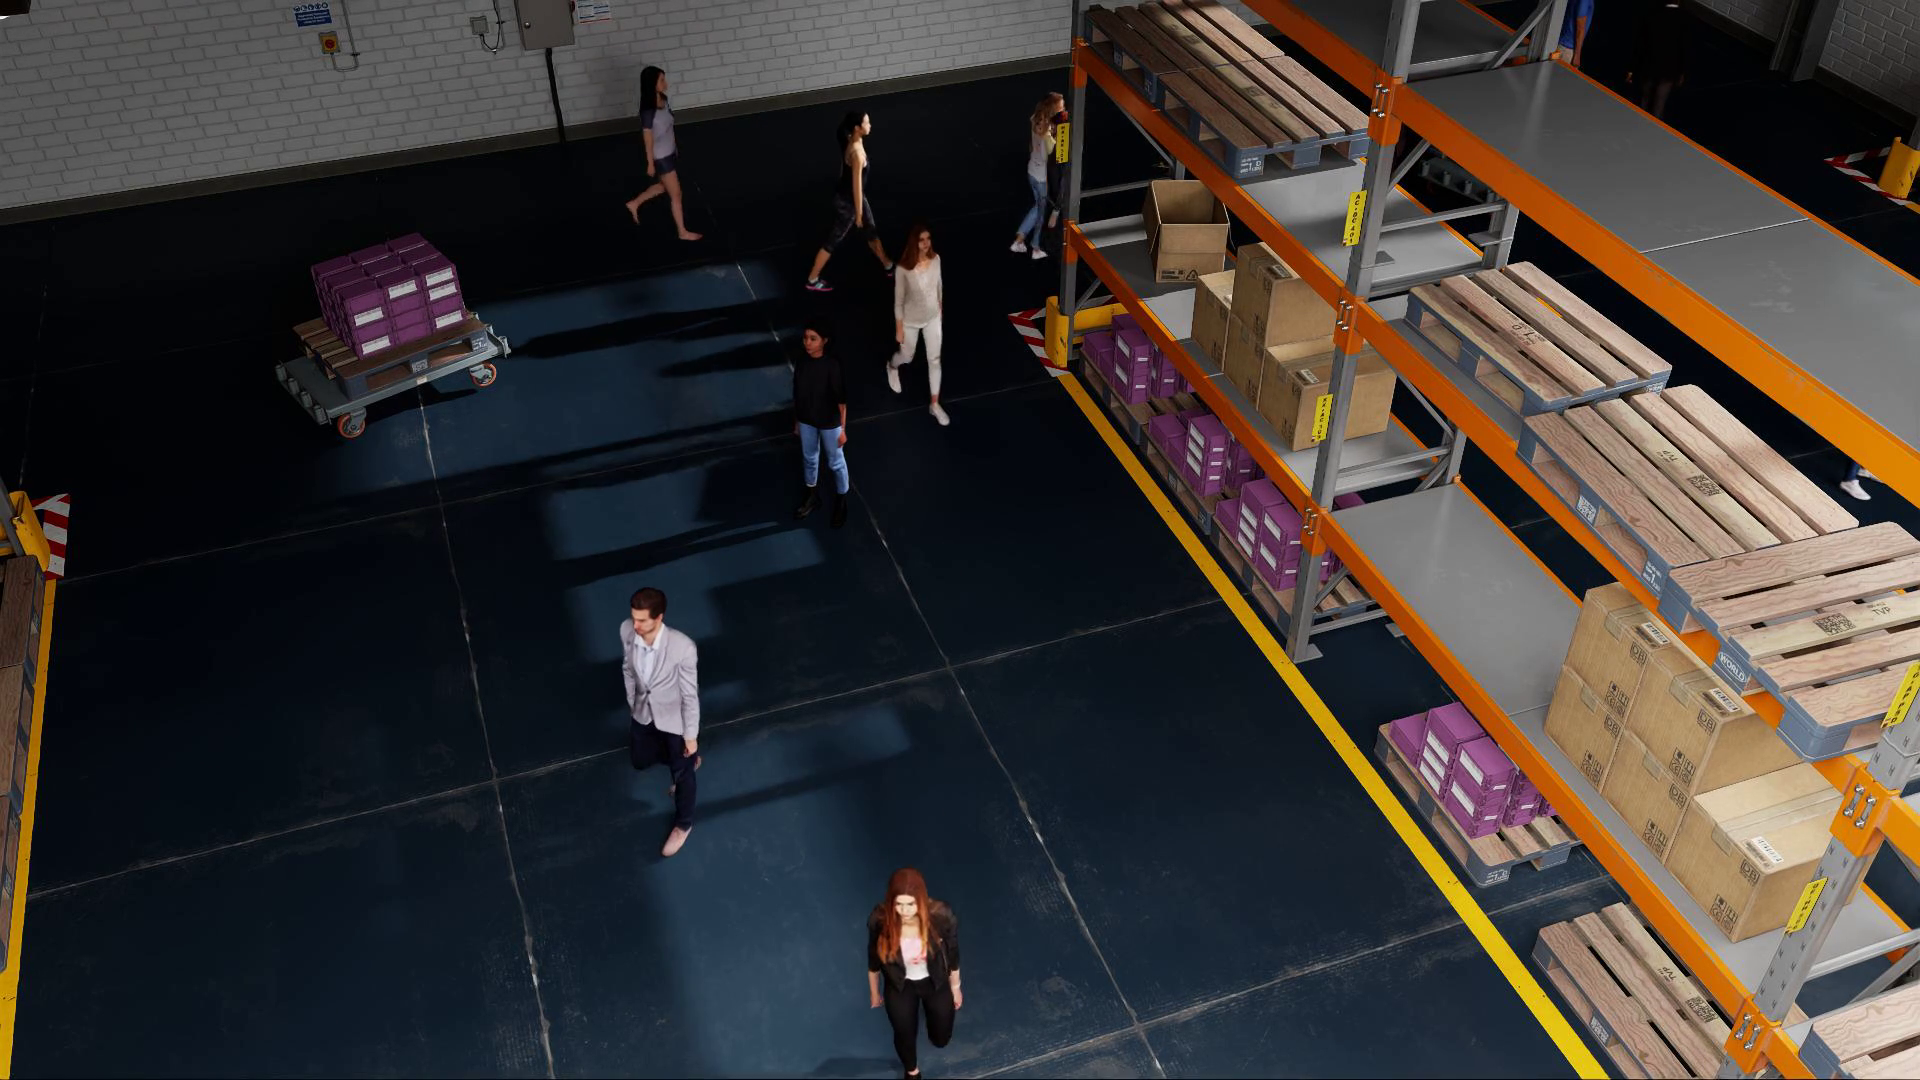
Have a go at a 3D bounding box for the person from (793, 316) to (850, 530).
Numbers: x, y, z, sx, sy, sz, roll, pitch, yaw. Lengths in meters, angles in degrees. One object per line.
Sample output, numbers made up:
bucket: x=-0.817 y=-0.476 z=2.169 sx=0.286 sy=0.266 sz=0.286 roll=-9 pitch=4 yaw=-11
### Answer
person: x=-0.991 y=-0.854 z=11.903 sx=0.663 sy=1.701 sz=0.723 roll=16 pitch=41 yaw=19

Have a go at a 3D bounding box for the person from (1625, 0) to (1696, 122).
person: x=6.948 y=-4.620 z=16.565 sx=1.108 sy=1.769 sz=1.195 roll=15 pitch=41 yaw=18

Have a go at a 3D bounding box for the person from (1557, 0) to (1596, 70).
person: x=6.236 y=-5.054 z=17.034 sx=0.787 sy=1.862 sz=0.639 roll=2 pitch=39 yaw=3

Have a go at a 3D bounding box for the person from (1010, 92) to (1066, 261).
person: x=0.682 y=-3.175 z=14.816 sx=0.810 sy=1.694 sz=0.718 roll=-24 pitch=44 yaw=-27

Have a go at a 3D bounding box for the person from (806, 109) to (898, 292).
person: x=-1.045 y=-2.909 z=14.512 sx=0.778 sy=1.658 sz=1.171 roll=-6 pitch=39 yaw=-7

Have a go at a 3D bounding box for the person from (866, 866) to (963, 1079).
person: x=-0.206 y=2.112 z=8.191 sx=0.760 sy=1.700 sz=0.876 roll=0 pitch=39 yaw=0

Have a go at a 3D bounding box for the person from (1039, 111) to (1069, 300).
person: x=0.960 y=-2.875 z=14.379 sx=0.673 sy=1.770 sz=0.520 roll=-6 pitch=39 yaw=-7

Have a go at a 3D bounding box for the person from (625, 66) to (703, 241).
person: x=-2.810 y=-3.547 z=15.287 sx=0.949 sy=1.687 sz=1.010 roll=6 pitch=39 yaw=8

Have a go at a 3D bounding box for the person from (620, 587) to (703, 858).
person: x=-1.644 y=0.954 z=9.528 sx=0.966 sy=1.840 sz=1.022 roll=18 pitch=42 yaw=21

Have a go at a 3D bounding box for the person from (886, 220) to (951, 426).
person: x=-0.371 y=-1.763 z=13.054 sx=0.725 sy=1.685 sz=1.094 roll=-19 pitch=43 yaw=-23
